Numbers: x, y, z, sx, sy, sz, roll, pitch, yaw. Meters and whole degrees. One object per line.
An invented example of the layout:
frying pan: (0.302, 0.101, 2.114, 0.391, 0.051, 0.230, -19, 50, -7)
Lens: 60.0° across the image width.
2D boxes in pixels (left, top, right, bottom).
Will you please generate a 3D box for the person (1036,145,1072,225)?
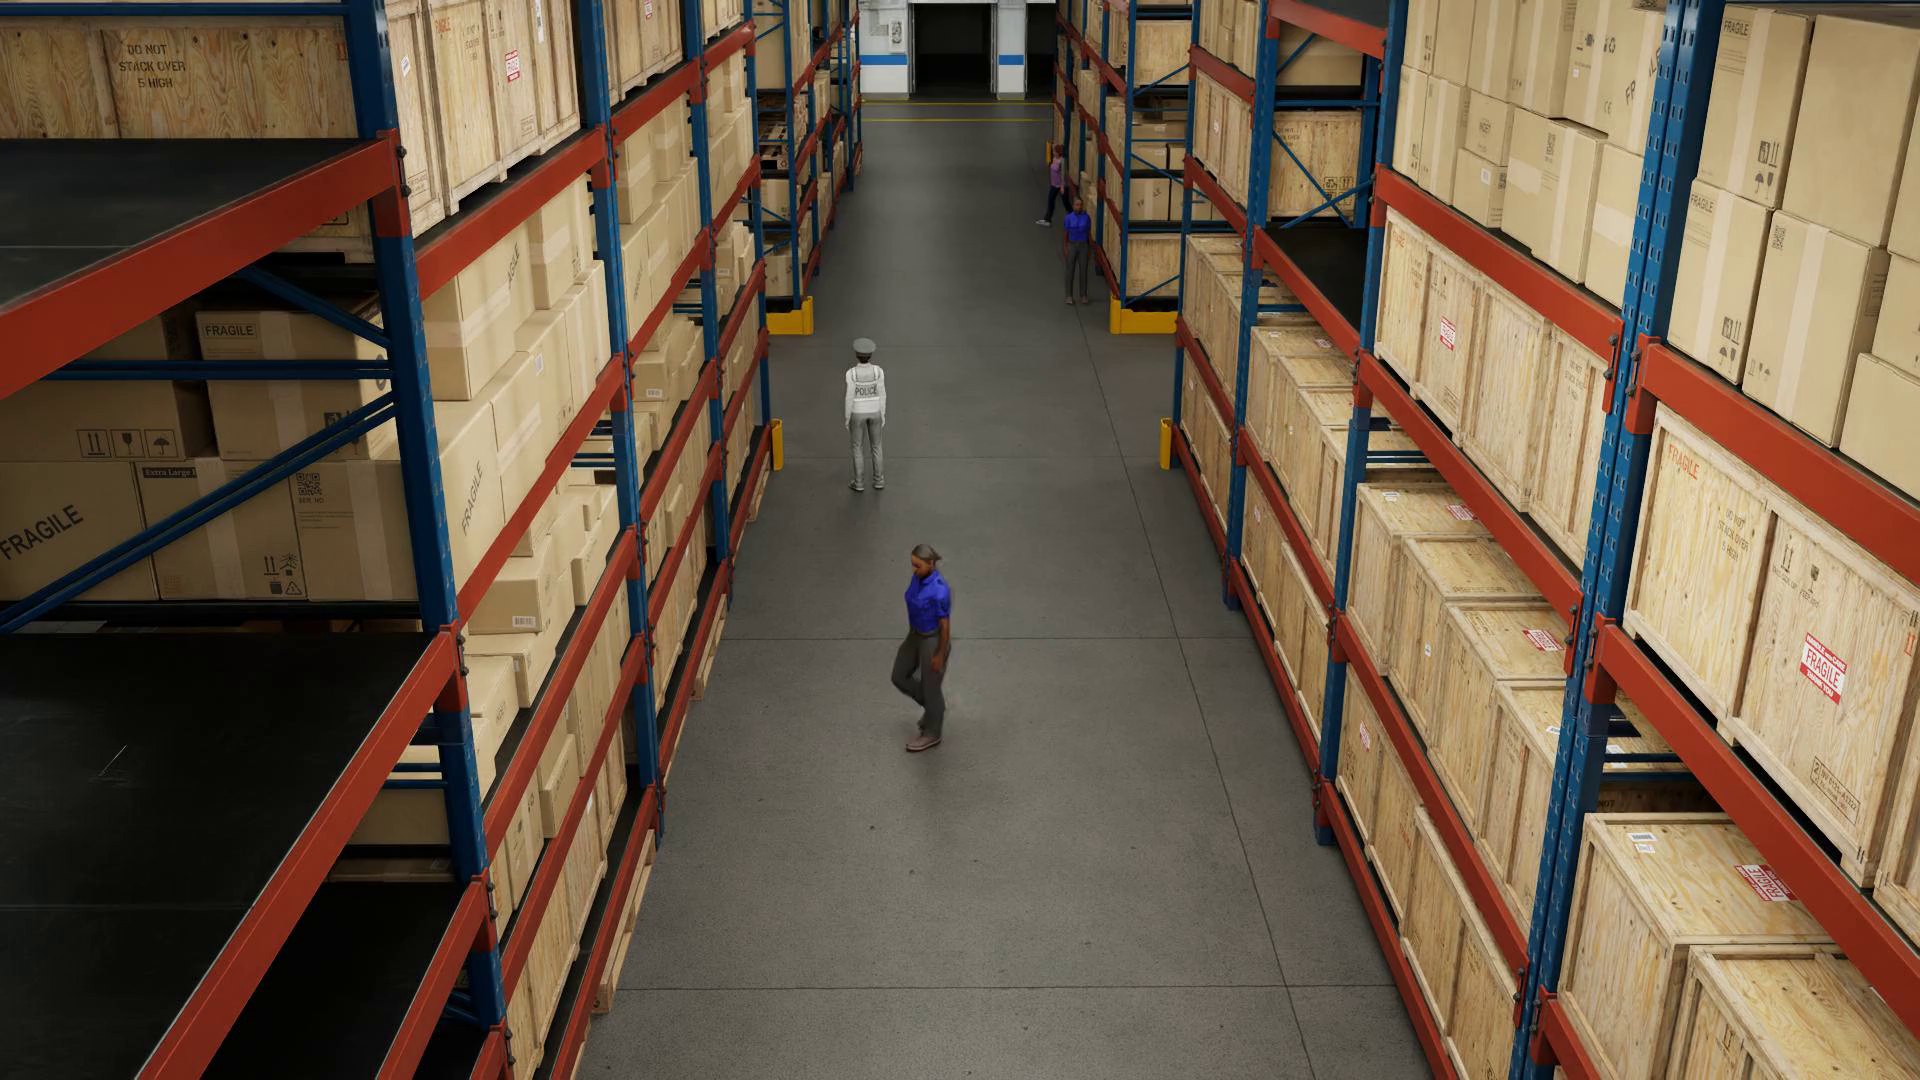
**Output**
person: (1.878, -6.821, 32.010, 0.693, 1.570, 0.478, -13, 25, -29)

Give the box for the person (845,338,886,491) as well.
person: (-1.033, -1.359, 18.073, 0.458, 1.688, 0.363, -7, 22, -16)

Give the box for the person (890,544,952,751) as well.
person: (-0.242, 0.798, 12.601, 0.448, 1.662, 0.495, -13, 25, -30)

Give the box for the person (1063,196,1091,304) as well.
person: (1.864, -4.578, 26.259, 0.448, 1.658, 0.377, -4, 22, -9)
